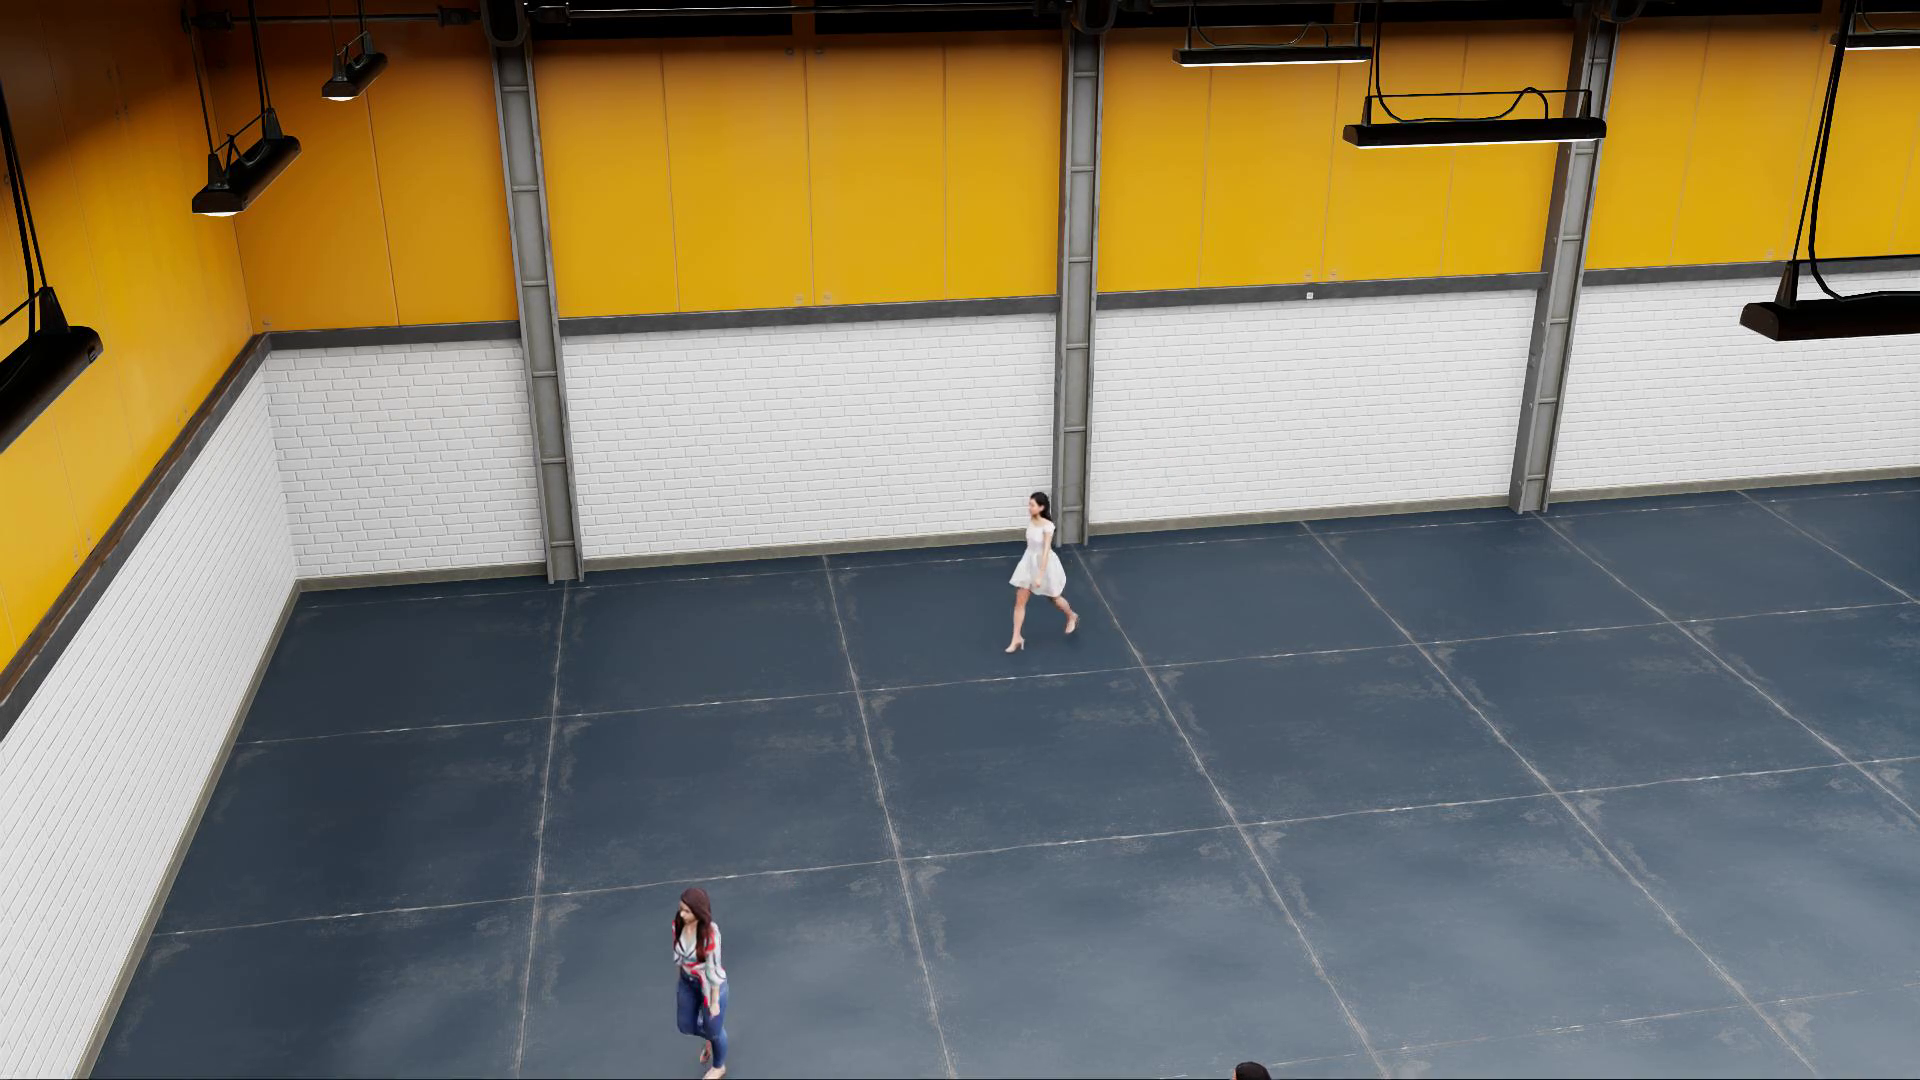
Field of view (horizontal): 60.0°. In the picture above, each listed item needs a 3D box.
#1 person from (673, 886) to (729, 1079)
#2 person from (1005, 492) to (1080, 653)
[{"bbox_3d":[-1.708,3.012,11.416,0.751,1.602,0.818,13,27,27],"label":"person"},{"bbox_3d":[0.912,0.341,17.366,1.237,1.730,0.921,-15,28,-31],"label":"person"}]
